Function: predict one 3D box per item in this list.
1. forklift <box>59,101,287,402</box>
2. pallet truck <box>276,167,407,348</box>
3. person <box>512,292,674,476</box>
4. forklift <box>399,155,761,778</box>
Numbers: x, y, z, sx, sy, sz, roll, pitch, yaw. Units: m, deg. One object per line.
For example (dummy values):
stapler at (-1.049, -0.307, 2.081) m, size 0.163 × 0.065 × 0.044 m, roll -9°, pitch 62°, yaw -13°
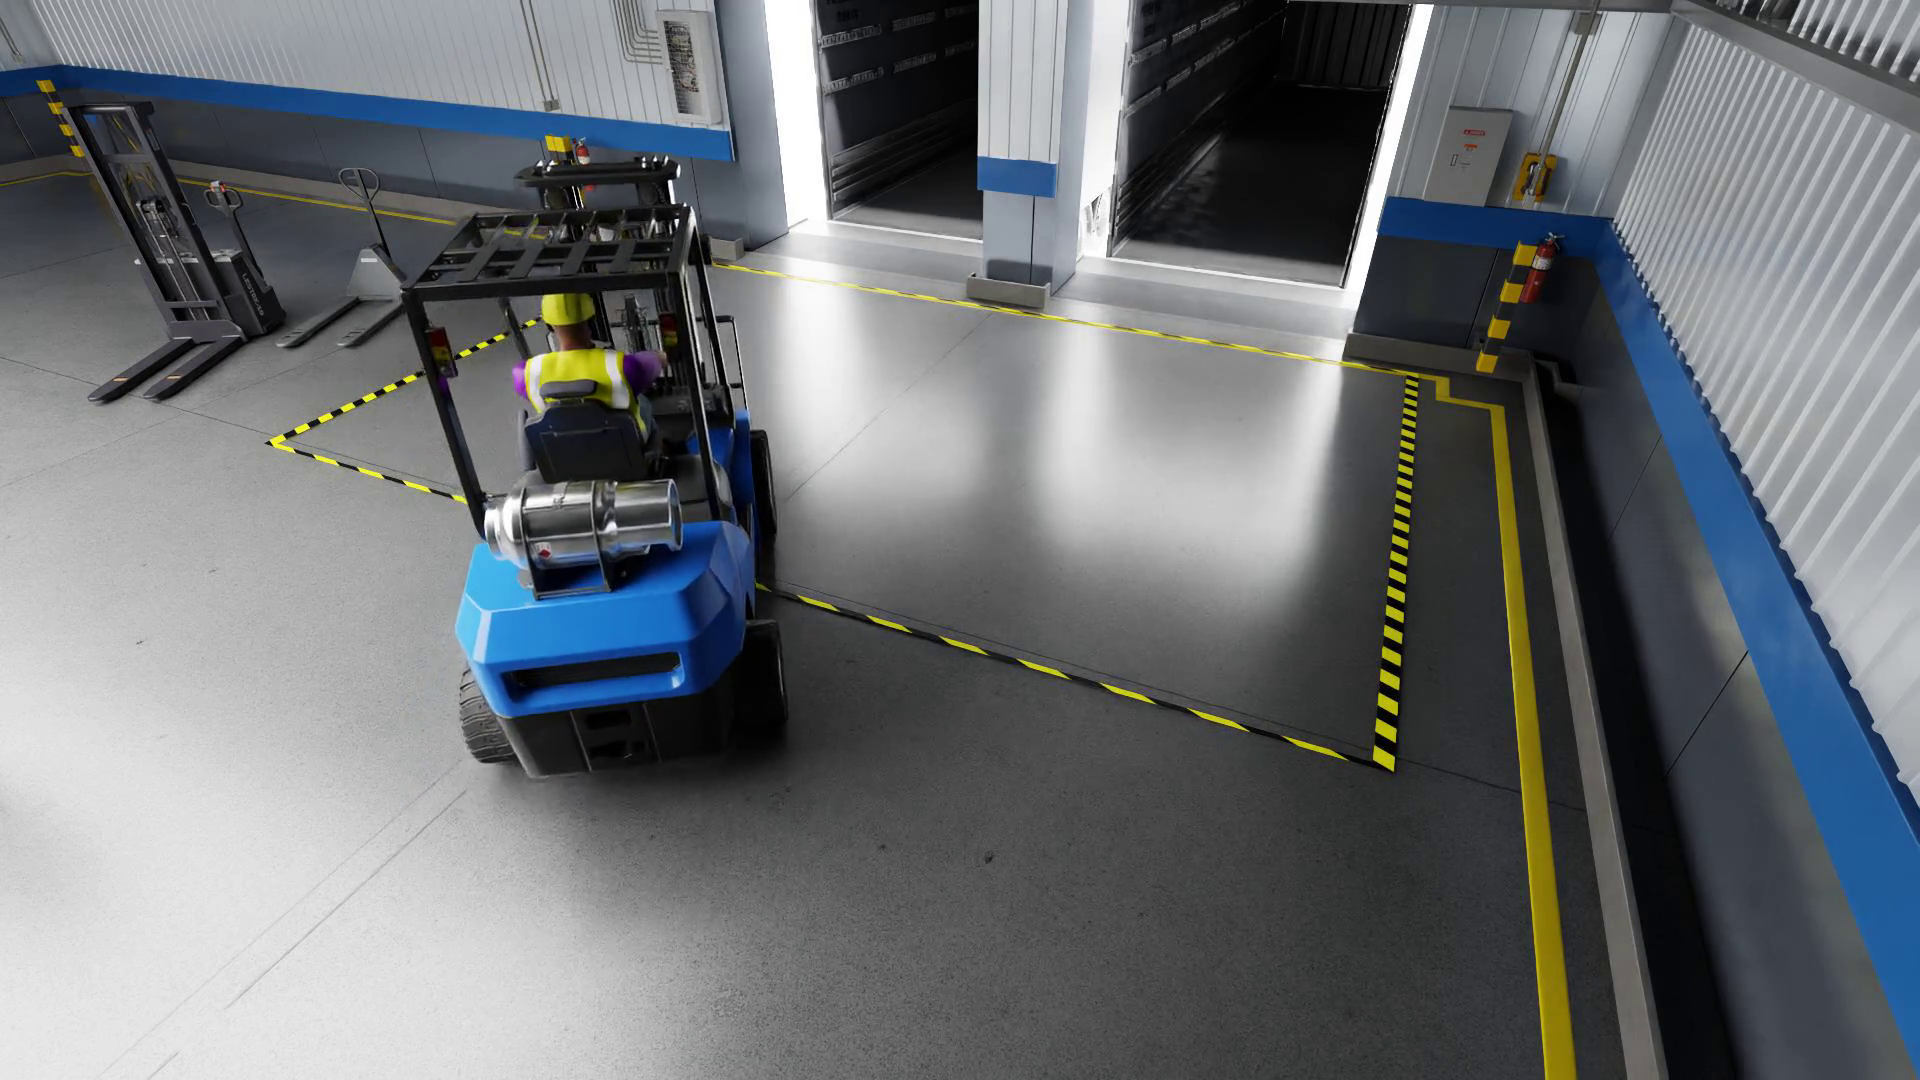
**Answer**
forklift at (-6.686, -2.387, 7.434) m, size 0.823 × 1.965 × 1.885 m, roll -3°, pitch 35°, yaw -5°
pallet truck at (-5.732, -2.611, 8.414) m, size 0.680 × 1.201 × 1.601 m, roll -1°, pitch 35°, yaw -1°
person at (-1.677, -0.714, 4.404) m, size 0.635 × 1.294 × 1.004 m, roll -6°, pitch 35°, yaw -8°
forklift at (-1.674, -0.526, 4.462) m, size 1.157 × 2.036 × 2.680 m, roll -6°, pitch 35°, yaw -8°
